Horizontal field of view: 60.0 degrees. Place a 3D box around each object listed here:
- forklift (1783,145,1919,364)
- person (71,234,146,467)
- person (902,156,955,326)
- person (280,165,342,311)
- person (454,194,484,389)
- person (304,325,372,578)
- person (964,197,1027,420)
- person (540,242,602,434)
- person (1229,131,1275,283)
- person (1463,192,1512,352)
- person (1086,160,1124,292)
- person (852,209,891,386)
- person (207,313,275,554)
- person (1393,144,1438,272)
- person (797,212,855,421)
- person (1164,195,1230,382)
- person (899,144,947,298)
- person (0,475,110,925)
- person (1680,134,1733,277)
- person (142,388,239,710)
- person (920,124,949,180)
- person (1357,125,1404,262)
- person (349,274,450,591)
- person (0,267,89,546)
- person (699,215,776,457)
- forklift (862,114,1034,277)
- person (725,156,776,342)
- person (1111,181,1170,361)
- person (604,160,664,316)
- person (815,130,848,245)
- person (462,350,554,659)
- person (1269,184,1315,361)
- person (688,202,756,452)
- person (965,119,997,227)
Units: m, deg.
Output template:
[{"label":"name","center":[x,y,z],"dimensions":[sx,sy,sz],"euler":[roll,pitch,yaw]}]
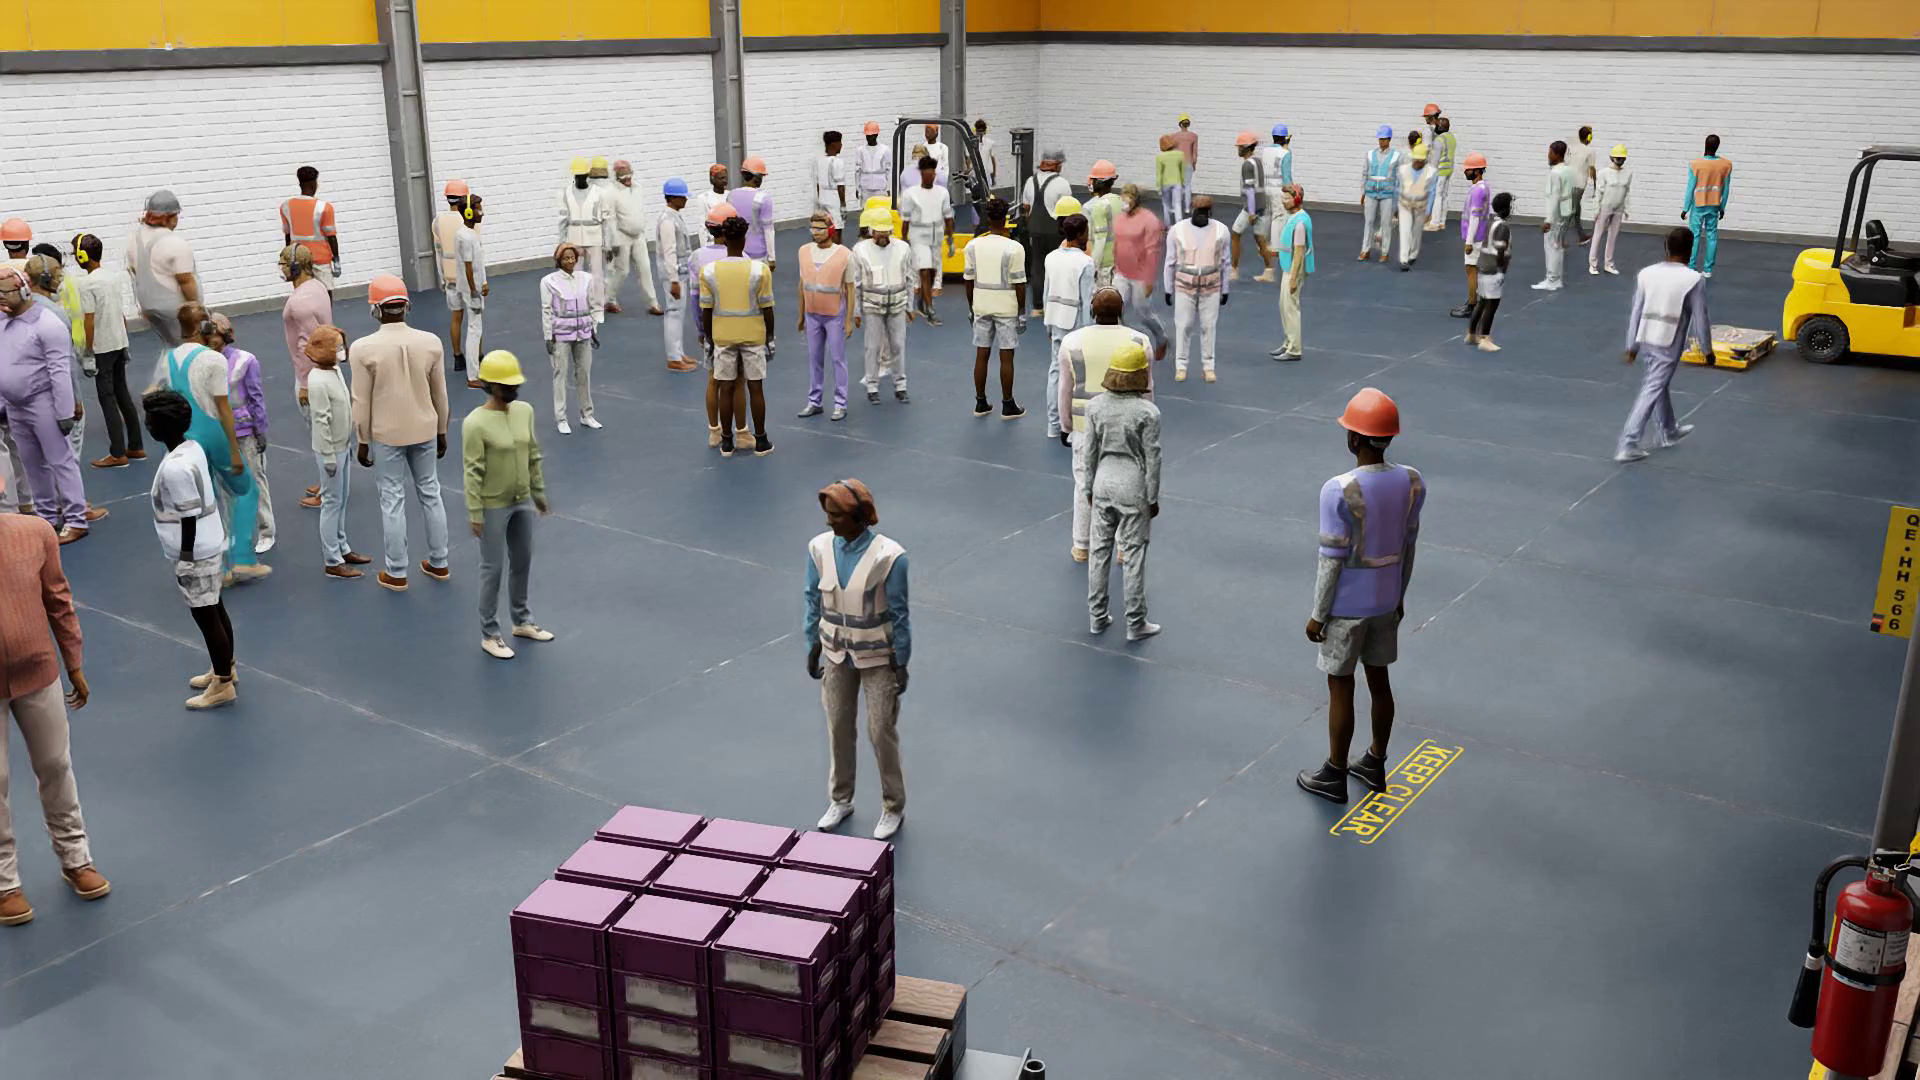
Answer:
[{"label":"forklift","center":[9.803,-2.879,17.013],"dimensions":[2.313,2.155,1.214],"euler":[12,21,33]},{"label":"person","center":[-6.830,-1.508,13.285],"dimensions":[0.344,1.856,0.525],"euler":[1,18,4]},{"label":"person","center":[-0.370,-3.512,19.439],"dimensions":[0.625,1.927,0.920],"euler":[-9,20,-27]},{"label":"person","center":[-6.943,-3.030,17.884],"dimensions":[0.608,1.953,0.387],"euler":[2,18,7]},{"label":"person","center":[-4.680,-2.392,16.033],"dimensions":[0.332,1.864,0.506],"euler":[-5,18,-15]},{"label":"person","center":[-4.017,-0.576,10.715],"dimensions":[0.278,1.631,0.505],"euler":[-2,18,-7]},{"label":"person","center":[0.329,-2.052,14.795],"dimensions":[0.607,1.966,0.367],"euler":[10,20,28]},{"label":"person","center":[-3.359,-1.747,14.369],"dimensions":[0.522,1.640,0.306],"euler":[-15,23,-40]},{"label":"person","center":[3.850,-4.427,22.202],"dimensions":[0.888,1.985,0.620],"euler":[9,20,26]},{"label":"person","center":[5.697,-2.878,17.861],"dimensions":[0.355,1.677,0.616],"euler":[1,18,3]},{"label":"person","center":[1.492,-2.939,17.444],"dimensions":[0.386,2.045,0.605],"euler":[8,20,24]},{"label":"person","center":[-0.851,-2.370,16.226],"dimensions":[0.486,1.695,0.871],"euler":[10,20,28]},{"label":"person","center":[-4.883,-0.715,11.156],"dimensions":[0.523,1.632,0.315],"euler":[2,18,6]},{"label":"person","center":[6.357,-4.660,23.313],"dimensions":[0.591,1.764,0.959],"euler":[6,19,18]},{"label":"person","center":[-1.183,-1.991,14.797],"dimensions":[0.563,1.848,0.390],"euler":[9,20,25]},{"label":"person","center":[2.317,-2.459,16.294],"dimensions":[0.640,1.831,0.430],"euler":[1,18,3]},{"label":"person","center":[-0.470,-4.043,21.097],"dimensions":[0.635,1.927,0.377],"euler":[6,19,18]},{"label":"person","center":[-3.792,0.563,6.597],"dimensions":[0.413,1.982,0.623],"euler":[15,23,39]},{"label":"person","center":[10.143,-4.536,22.639],"dimensions":[0.587,1.920,0.391],"euler":[0,18,0]},{"label":"person","center":[-4.004,0.046,8.667],"dimensions":[0.316,1.697,0.540],"euler":[-6,19,-17]},{"label":"person","center":[-0.439,-5.447,25.550],"dimensions":[0.574,1.884,0.356],"euler":[12,21,34]},{"label":"person","center":[6.083,-5.003,24.055],"dimensions":[0.602,1.949,0.388],"euler":[10,20,29]},{"label":"person","center":[-3.508,-0.673,10.458],"dimensions":[0.604,1.987,0.399],"euler":[-16,23,-40]},{"label":"person","center":[-6.301,-0.902,11.313],"dimensions":[0.646,1.905,0.400],"euler":[8,19,23]},{"label":"person","center":[-1.794,-1.645,13.523],"dimensions":[0.607,1.966,0.367],"euler":[0,18,0]},{"label":"forklift","center":[-0.171,-4.594,22.377],"dimensions":[2.313,2.155,1.214],"euler":[1,18,3]},{"label":"person","center":[-2.245,-3.151,18.137],"dimensions":[0.612,2.031,0.403],"euler":[11,21,31]},{"label":"person","center":[1.809,-2.665,16.808],"dimensions":[0.854,1.911,0.628],"euler":[-17,24,-42]},{"label":"person","center":[-3.978,-3.600,19.838],"dimensions":[0.805,1.861,0.719],"euler":[12,21,32]},{"label":"person","center":[-1.743,-4.616,22.815],"dimensions":[0.373,1.966,0.605],"euler":[-12,22,-34]},{"label":"person","center":[-2.543,-0.205,9.360],"dimensions":[0.348,1.759,0.541],"euler":[9,20,27]},{"label":"person","center":[3.479,-2.776,17.280],"dimensions":[0.394,1.830,0.585],"euler":[2,18,5]},{"label":"person","center":[-1.923,-1.750,13.726],"dimensions":[0.605,2.045,0.377],"euler":[9,20,26]},{"label":"person","center":[0.348,-5.987,27.350],"dimensions":[0.536,1.824,0.986],"euler":[-1,18,-4]}]
